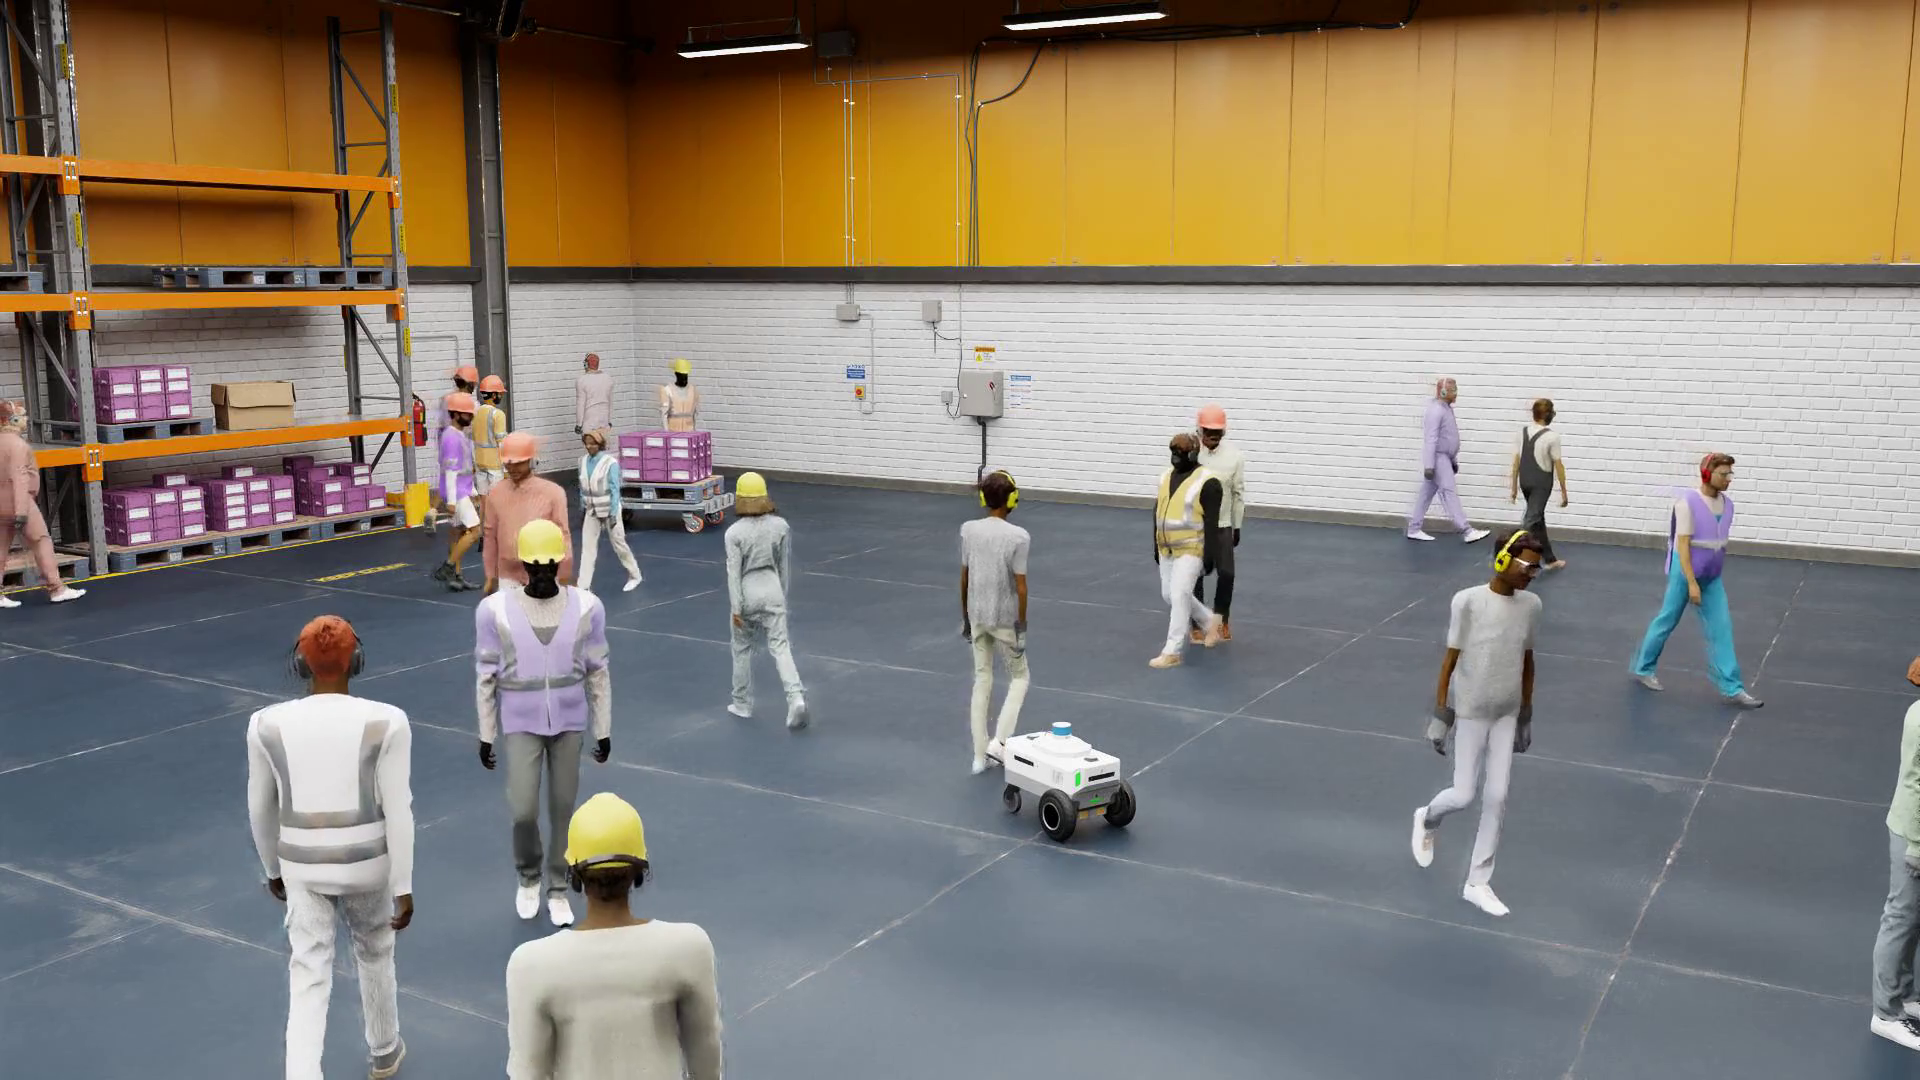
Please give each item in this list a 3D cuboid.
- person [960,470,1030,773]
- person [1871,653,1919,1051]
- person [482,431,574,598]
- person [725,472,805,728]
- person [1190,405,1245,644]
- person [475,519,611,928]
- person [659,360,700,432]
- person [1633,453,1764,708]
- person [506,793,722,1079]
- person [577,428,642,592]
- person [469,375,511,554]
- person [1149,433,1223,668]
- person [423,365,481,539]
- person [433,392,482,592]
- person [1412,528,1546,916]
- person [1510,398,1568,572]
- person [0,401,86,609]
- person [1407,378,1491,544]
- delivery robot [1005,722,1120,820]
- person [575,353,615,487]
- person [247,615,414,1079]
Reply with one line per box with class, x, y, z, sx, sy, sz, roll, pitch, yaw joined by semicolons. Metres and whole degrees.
person;0.206;0.501;10.104;0.527;1.855;0.418;5;10;27
person;3.833;1.171;6.576;0.285;1.633;0.501;9;13;43
person;-2.970;0.217;11.487;0.615;1.970;0.595;2;9;13
person;-1.331;0.398;11.166;0.483;1.719;0.806;-5;10;-29
person;2.012;-0.117;13.544;0.627;1.975;0.463;0;9;0
person;-1.911;0.850;7.692;0.609;1.915;0.416;-4;10;-23
person;-3.739;-1.475;22.346;0.597;1.871;1.009;-5;10;-28
person;5.244;0.263;11.803;0.565;1.786;1.017;-4;10;-23
person;-0.887;1.490;4.310;0.541;1.714;0.920;-2;9;-15
person;-3.344;-0.267;15.688;0.517;1.592;0.839;6;11;33
person;-5.056;-0.818;18.049;0.551;1.934;0.372;7;11;35
person;1.779;0.059;12.945;0.782;1.819;0.637;-6;11;-35
person;-5.758;-0.981;18.892;0.648;2.001;0.843;5;10;28
person;-4.728;-0.445;15.801;0.421;1.915;0.538;-3;10;-19
person;2.506;0.838;8.052;0.590;1.833;0.655;-2;9;-13
person;5.787;-0.519;16.647;0.984;1.796;0.533;-5;11;-30
person;-8.505;-0.326;15.139;0.638;1.876;0.898;6;11;33
person;5.497;-0.879;18.655;0.960;1.855;0.673;4;10;23
delivery robot;0.557;1.247;9.168;0.477;0.478;0.707;-6;11;-34
person;-5.206;-1.692;23.604;0.410;1.908;0.642;7;12;38
person;-2.230;1.186;5.885;0.584;1.836;1.008;-1;9;-8
